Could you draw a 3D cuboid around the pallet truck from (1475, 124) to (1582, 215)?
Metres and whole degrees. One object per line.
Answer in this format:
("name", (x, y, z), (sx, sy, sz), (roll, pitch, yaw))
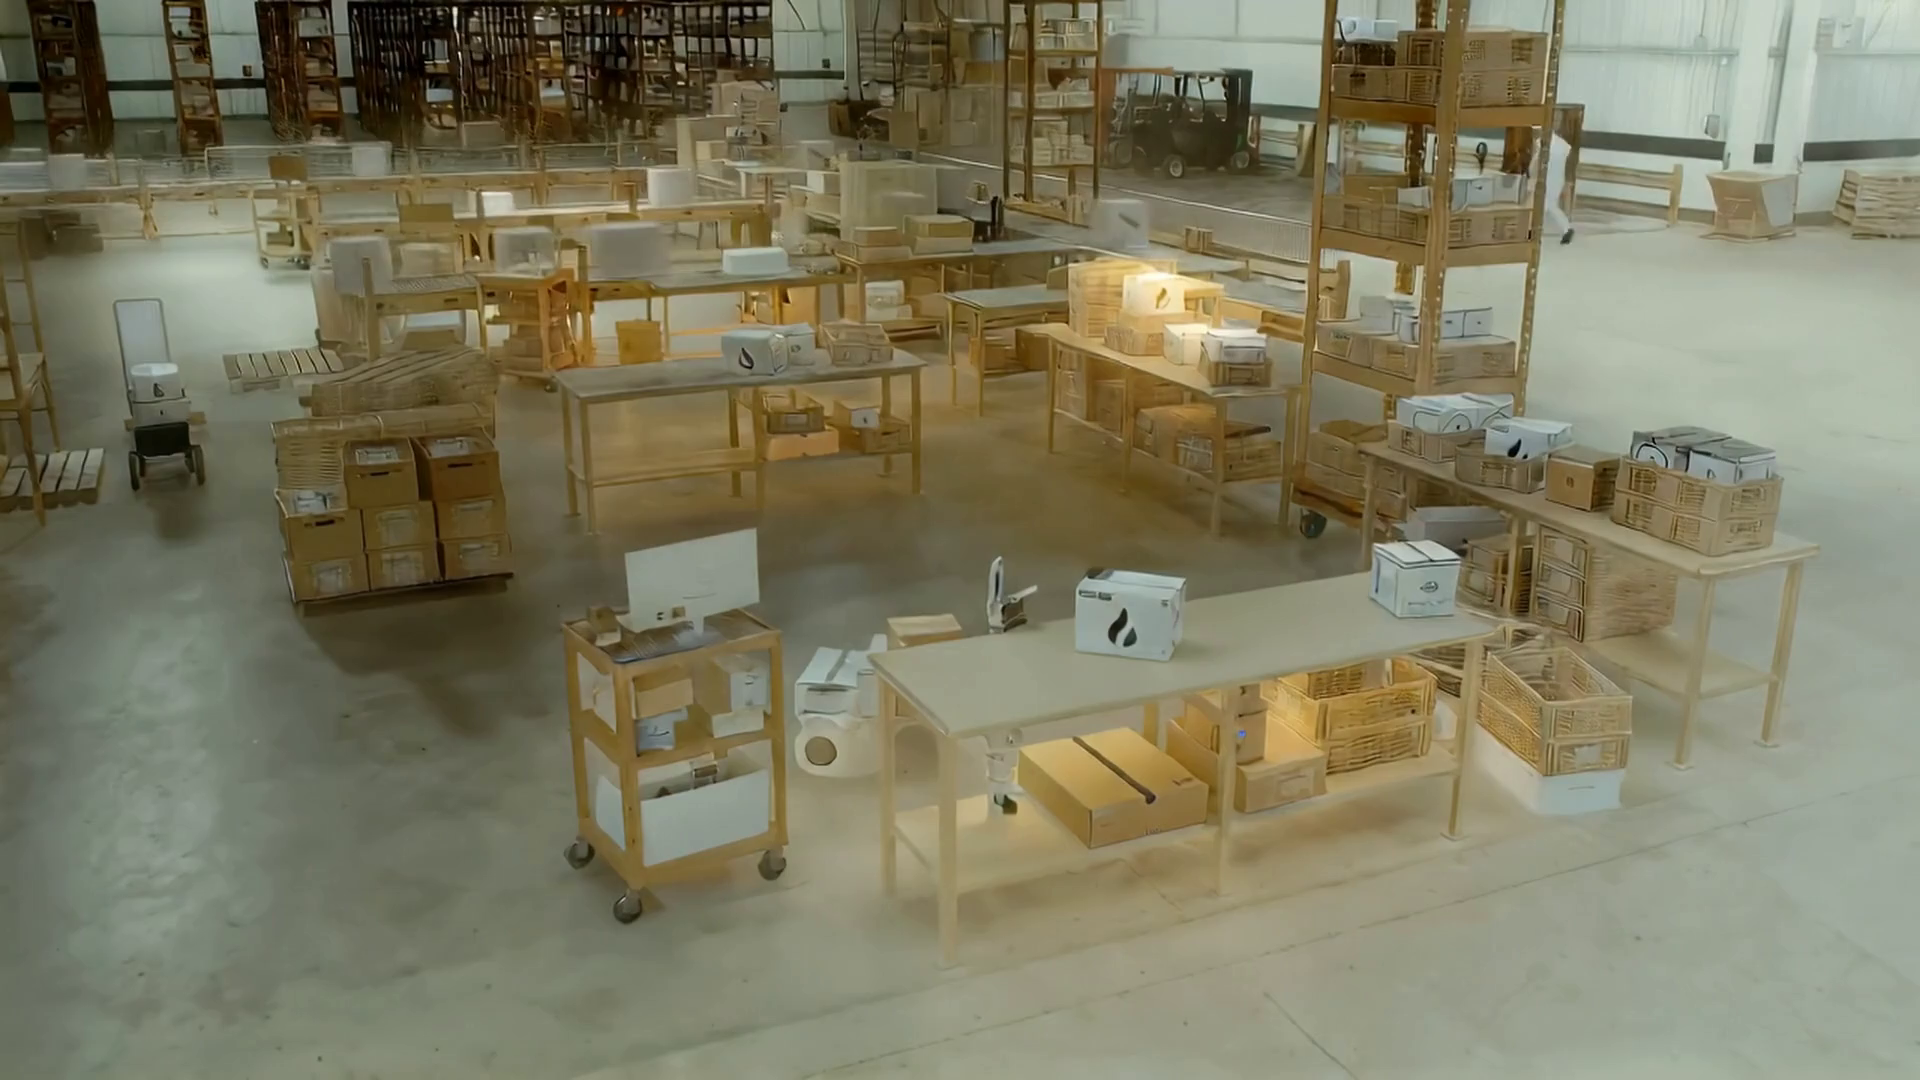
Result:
("pallet truck", (9.707, -6.455, 28.103), (1.885, 1.965, 0.823), (-7, 19, -20))

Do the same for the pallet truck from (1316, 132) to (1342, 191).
("pallet truck", (7.723, -7.504, 32.656), (1.601, 1.201, 0.680), (-8, 19, -23))

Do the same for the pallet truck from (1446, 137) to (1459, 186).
("pallet truck", (9.184, -6.485, 29.328), (1.630, 1.274, 0.653), (-8, 19, -23))

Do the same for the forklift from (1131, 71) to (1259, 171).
("forklift", (4.998, -8.936, 35.413), (2.680, 1.987, 1.157), (-9, 20, -25))

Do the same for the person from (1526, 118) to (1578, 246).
("person", (8.812, -5.311, 24.700), (0.668, 1.884, 0.752), (-10, 20, -30))

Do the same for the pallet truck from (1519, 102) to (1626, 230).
("pallet truck", (9.972, -6.037, 26.785), (1.885, 1.965, 0.823), (-9, 20, -25))

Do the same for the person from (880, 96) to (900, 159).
("person", (-1.191, -6.311, 27.574), (0.376, 2.043, 0.609), (-5, 18, -15))

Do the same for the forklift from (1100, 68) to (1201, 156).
("forklift", (4.082, -9.564, 37.410), (2.680, 1.987, 1.157), (-8, 19, -23))

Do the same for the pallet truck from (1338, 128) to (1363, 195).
("pallet truck", (7.845, -7.140, 31.411), (1.522, 1.261, 0.704), (-9, 20, -25))
